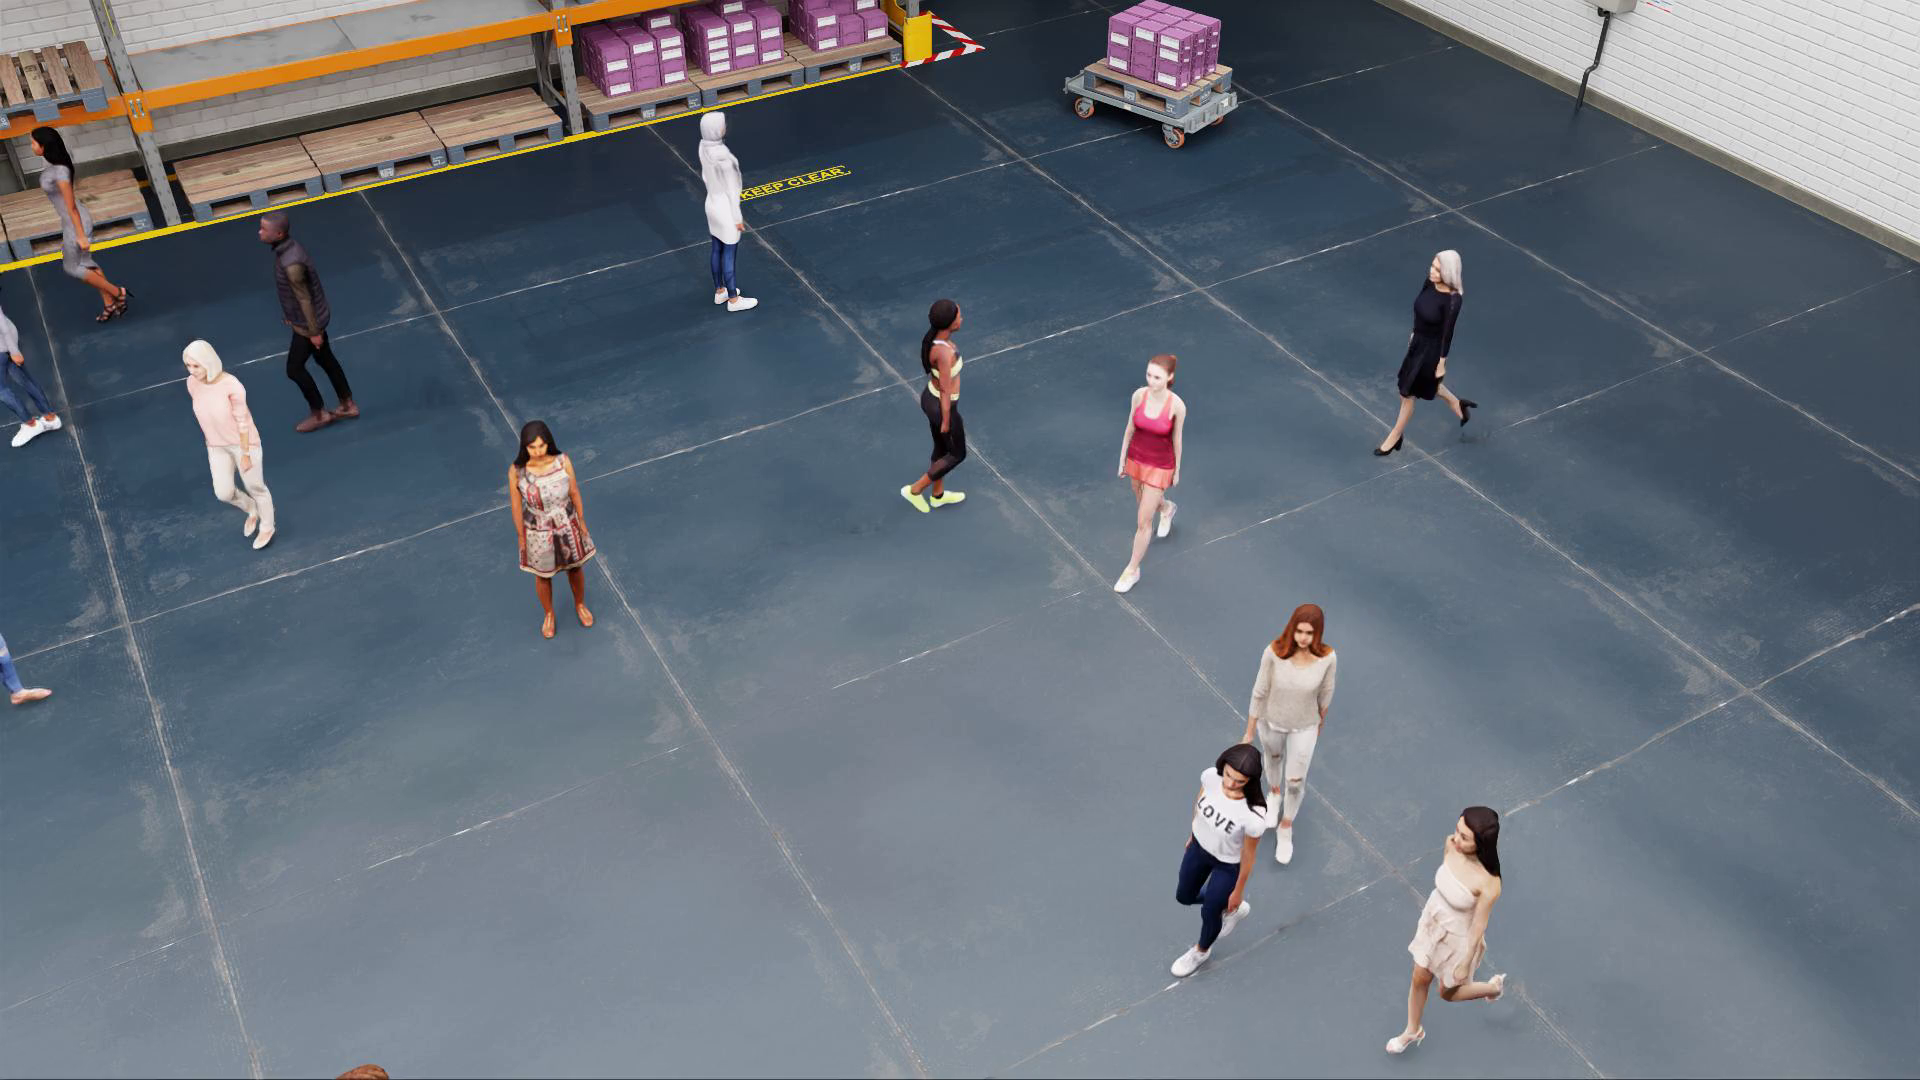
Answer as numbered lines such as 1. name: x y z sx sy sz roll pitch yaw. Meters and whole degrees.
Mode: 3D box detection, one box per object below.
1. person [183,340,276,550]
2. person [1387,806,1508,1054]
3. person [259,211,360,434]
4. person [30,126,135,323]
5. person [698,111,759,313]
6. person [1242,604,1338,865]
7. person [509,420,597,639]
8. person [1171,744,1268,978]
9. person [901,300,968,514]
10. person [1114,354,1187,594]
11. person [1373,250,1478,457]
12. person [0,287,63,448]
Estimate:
1. person: -4.984 -0.712 11.527 0.724 1.712 0.793 8 39 9
2. person: 2.502 1.945 8.197 0.943 1.717 0.662 -13 40 -15
3. person: -4.880 -1.680 12.651 0.747 1.823 0.758 -16 41 -19
4. person: -7.254 -2.603 13.853 0.647 1.765 0.597 -19 43 -23
5. person: -2.013 -2.776 14.062 0.560 1.775 0.635 -25 45 -28
6. person: 1.866 0.968 9.439 0.840 1.694 0.903 10 40 13
7. person: -2.652 -0.095 10.810 0.505 1.644 0.736 -14 41 -17
8. person: 1.402 1.618 8.573 0.755 1.758 0.660 -22 44 -25
9. person: -0.220 -0.908 11.749 0.789 1.741 0.653 -12 40 -14
10. person: 1.338 -0.535 11.302 0.917 1.717 1.210 23 44 26
11. person: 3.547 -1.383 12.359 1.101 1.725 0.774 -9 40 -12
12. person: -7.135 -1.529 12.543 0.672 1.721 0.672 -27 46 -30
